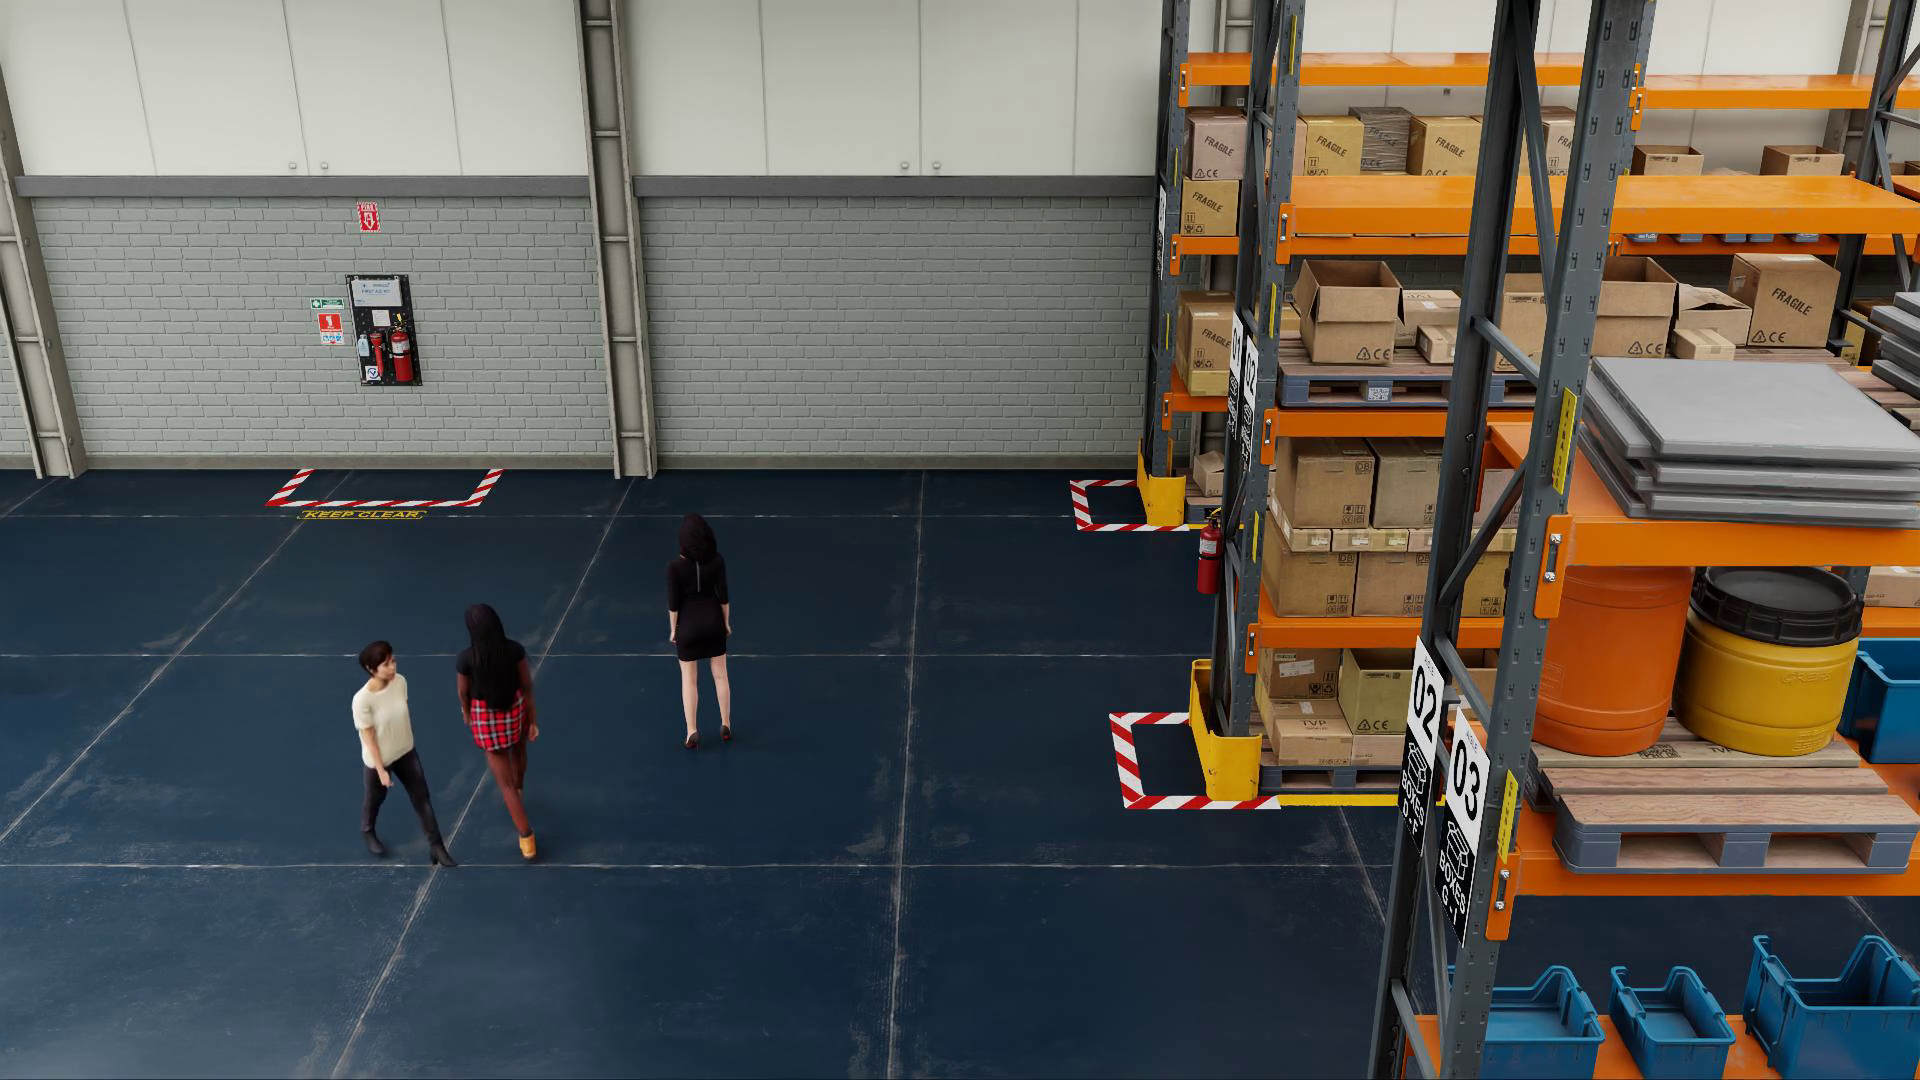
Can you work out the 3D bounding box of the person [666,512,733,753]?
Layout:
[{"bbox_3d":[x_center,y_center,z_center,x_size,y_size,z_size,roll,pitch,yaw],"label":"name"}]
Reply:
[{"bbox_3d":[-1.856,0.661,11.882,0.543,1.806,0.707,-8,24,-19],"label":"person"}]

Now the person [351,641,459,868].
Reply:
[{"bbox_3d":[-3.674,1.374,10.537,1.089,1.546,0.935,15,27,31],"label":"person"}]

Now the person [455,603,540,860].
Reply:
[{"bbox_3d":[-2.922,1.251,10.665,1.158,1.673,1.120,-14,27,-30],"label":"person"}]
